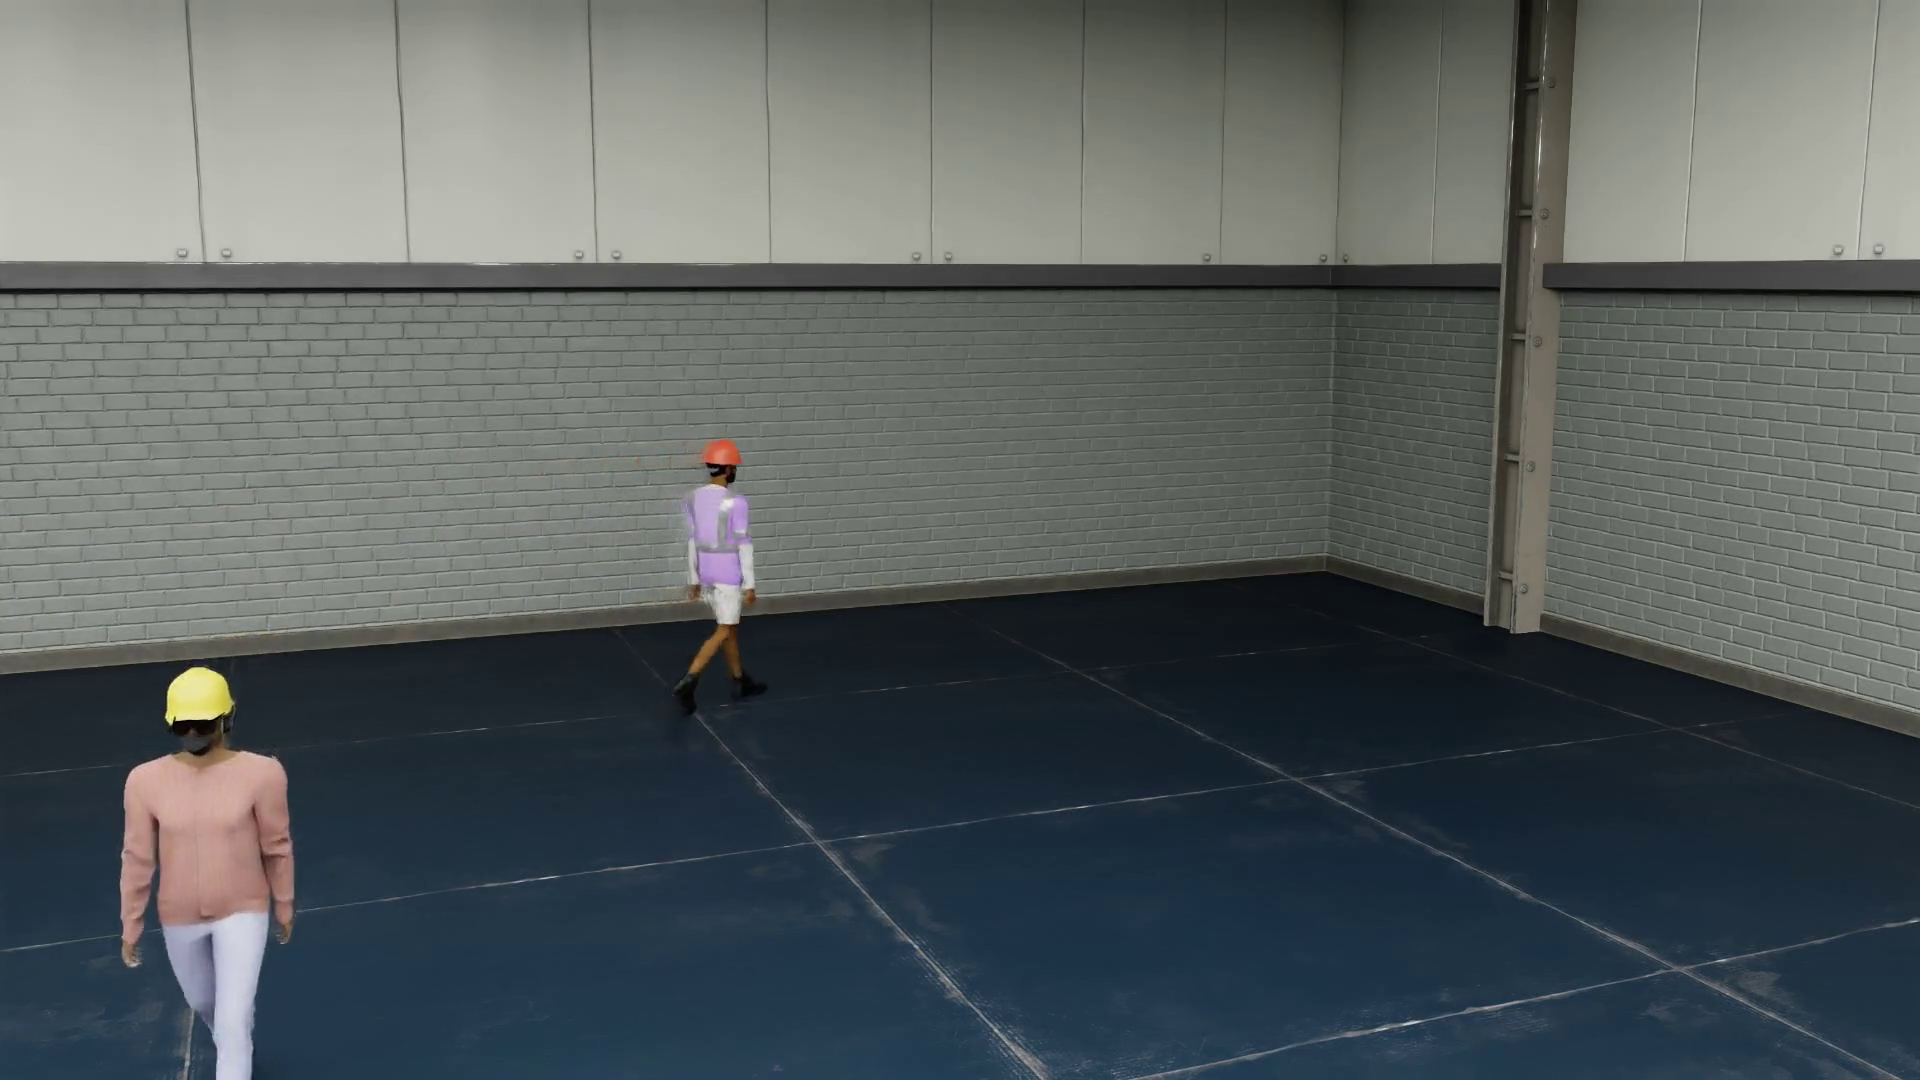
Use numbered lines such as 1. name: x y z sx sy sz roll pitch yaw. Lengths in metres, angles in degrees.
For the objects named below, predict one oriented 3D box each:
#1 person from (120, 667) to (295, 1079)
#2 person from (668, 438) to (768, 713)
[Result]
1. person: -2.586 1.264 5.777 0.532 1.732 0.894 -2 9 -9
2. person: -1.710 0.244 11.634 0.555 1.907 0.912 7 12 39
